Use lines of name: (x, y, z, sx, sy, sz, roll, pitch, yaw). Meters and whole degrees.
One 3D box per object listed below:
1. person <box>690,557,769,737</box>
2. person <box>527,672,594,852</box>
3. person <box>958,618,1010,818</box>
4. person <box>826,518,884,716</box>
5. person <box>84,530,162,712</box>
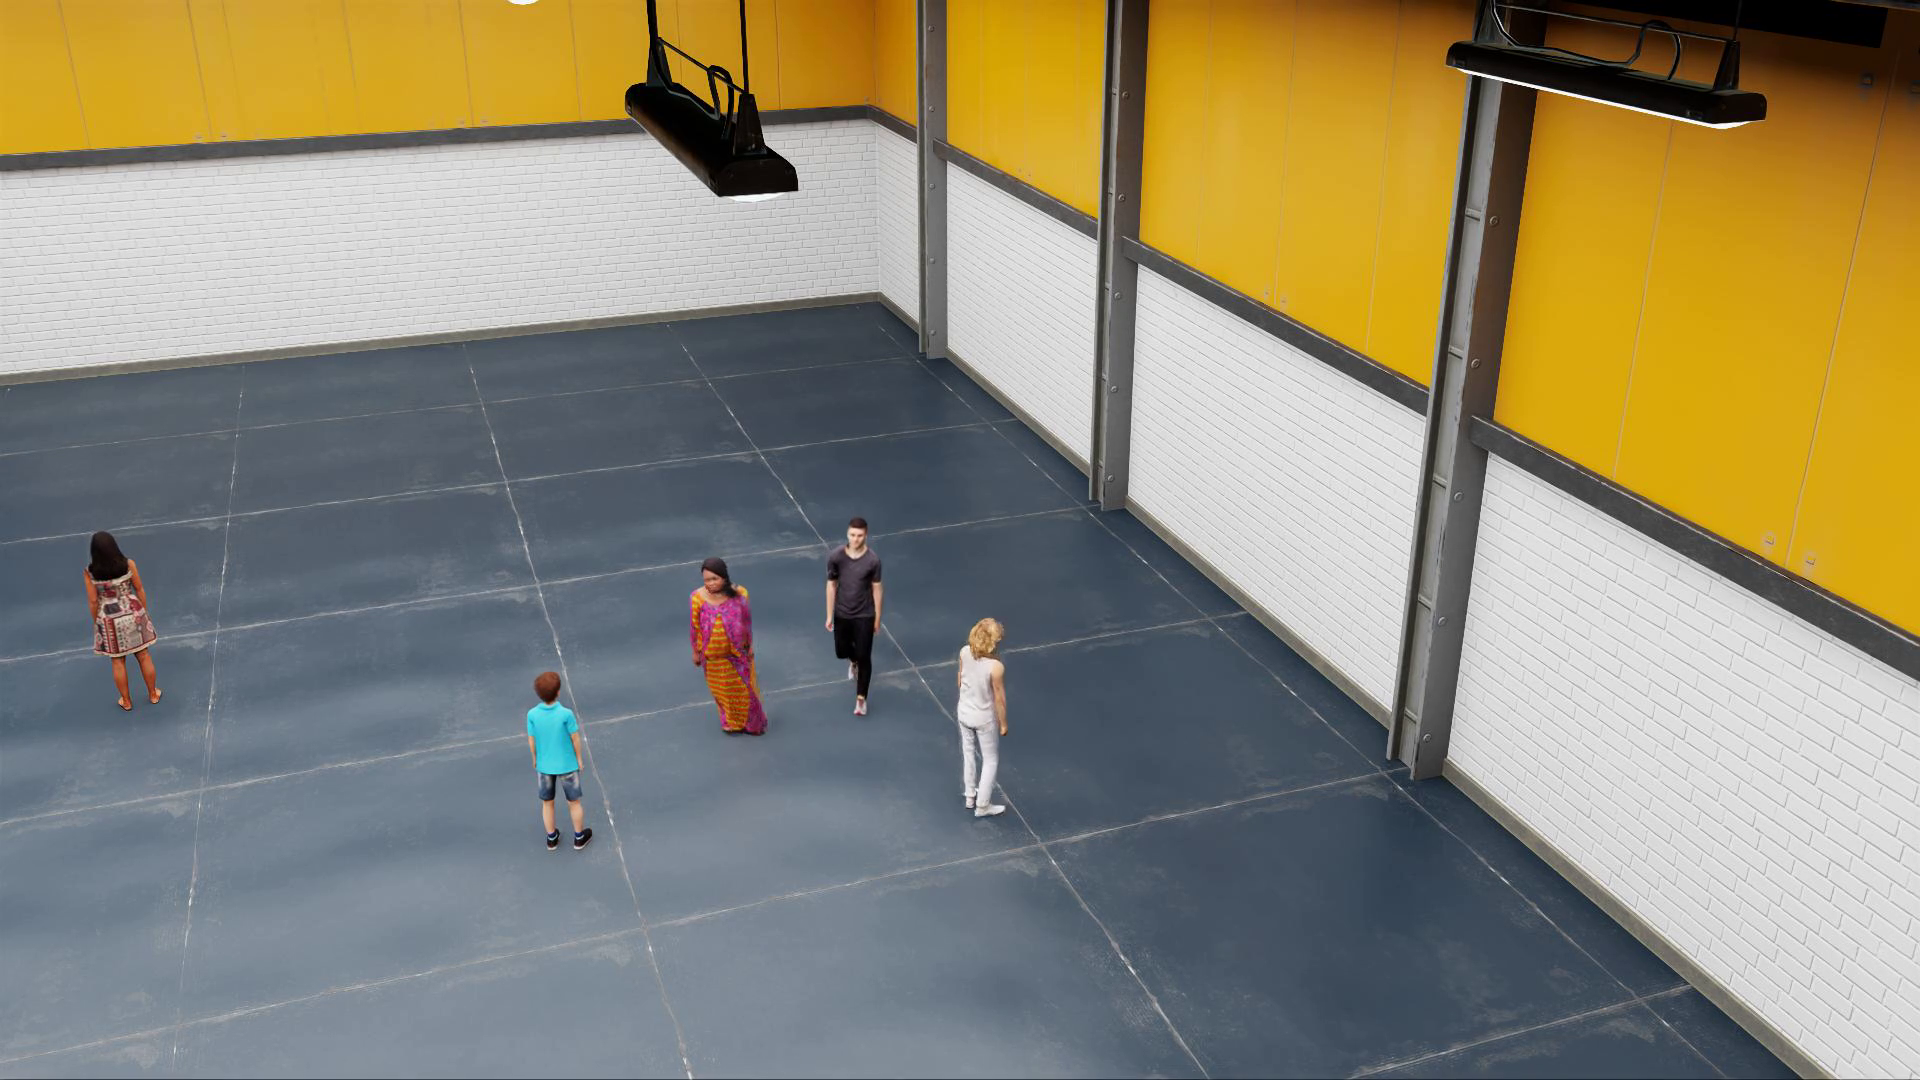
person: (-1.924, 0.867, 13.767, 0.809, 1.639, 0.817, -8, 25, -18)
person: (-2.975, 1.628, 12.264, 0.581, 1.449, 0.582, 0, 24, 1)
person: (0.129, 1.319, 12.716, 0.671, 1.654, 0.774, 12, 26, 25)
person: (-0.884, 0.605, 14.234, 0.914, 1.746, 1.050, 4, 24, 9)
person: (-7.172, 0.671, 14.209, 0.699, 1.645, 0.616, -15, 28, -31)
